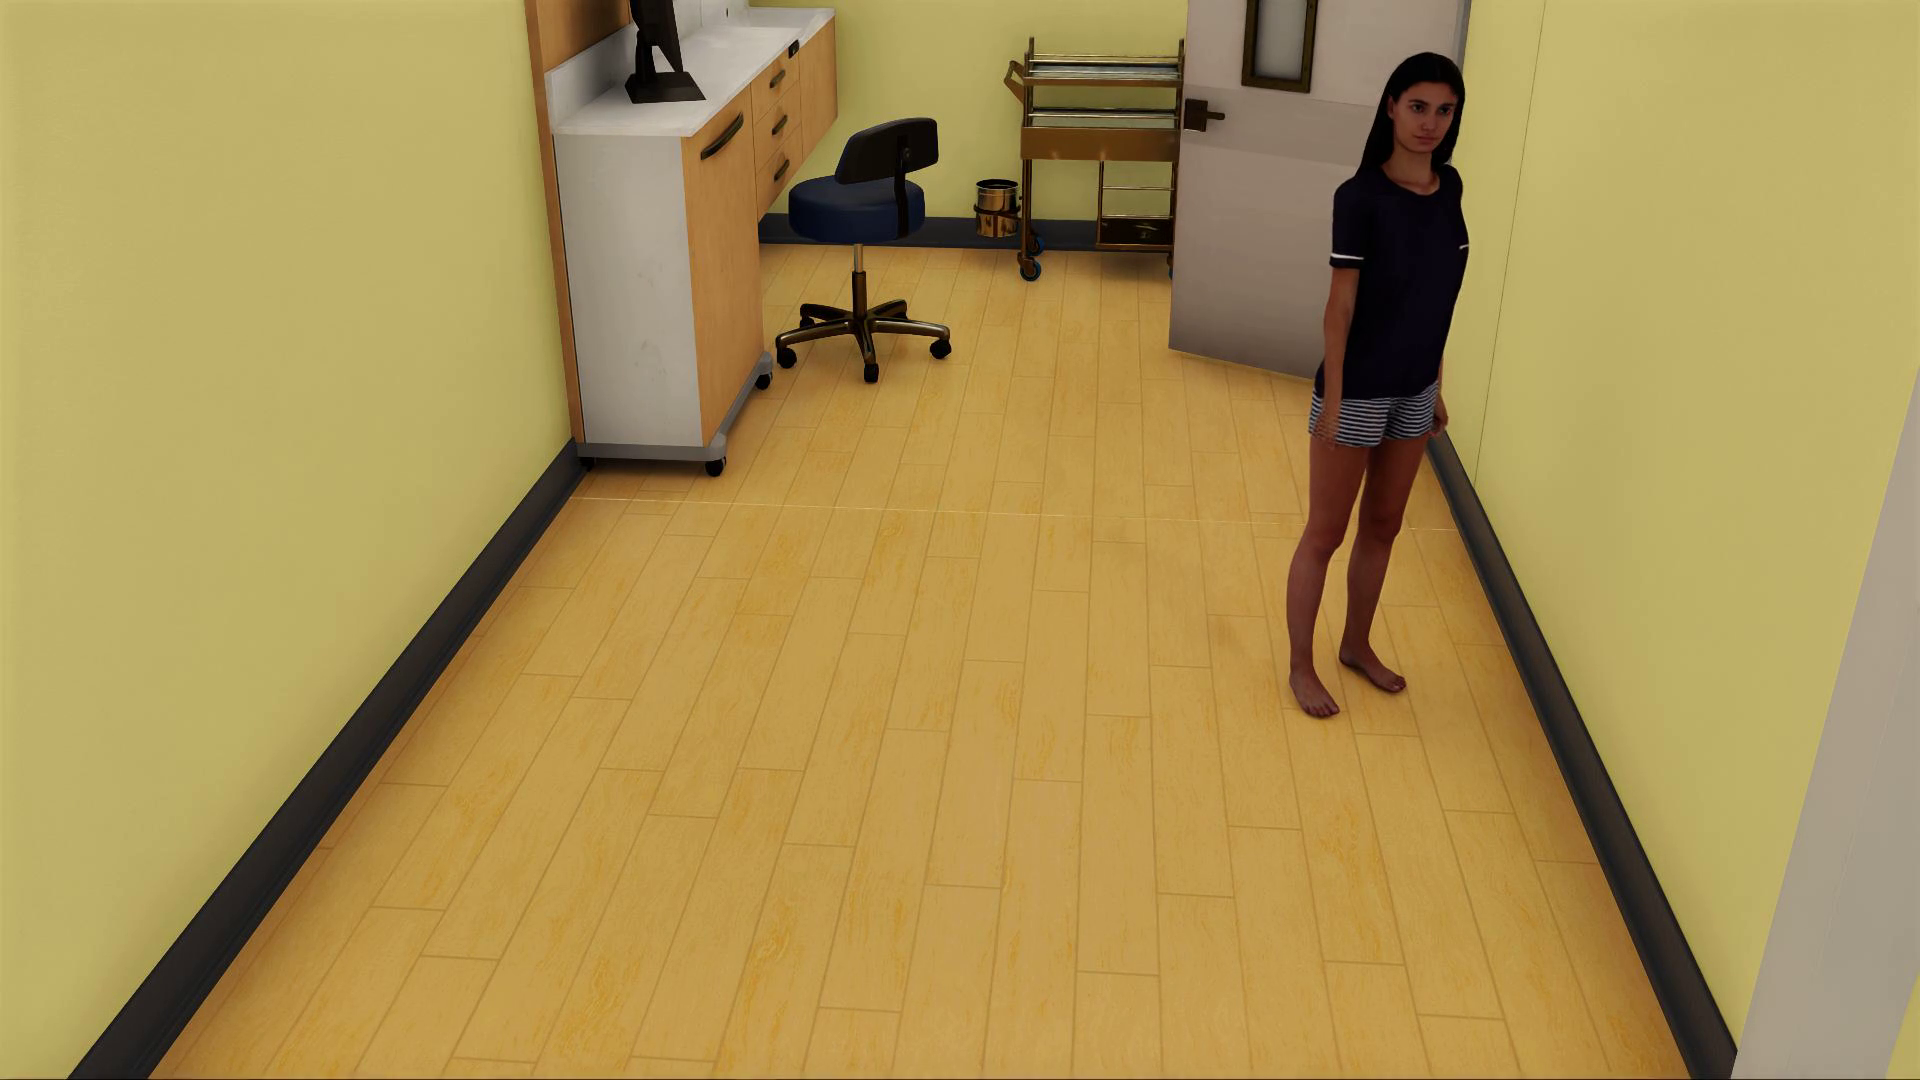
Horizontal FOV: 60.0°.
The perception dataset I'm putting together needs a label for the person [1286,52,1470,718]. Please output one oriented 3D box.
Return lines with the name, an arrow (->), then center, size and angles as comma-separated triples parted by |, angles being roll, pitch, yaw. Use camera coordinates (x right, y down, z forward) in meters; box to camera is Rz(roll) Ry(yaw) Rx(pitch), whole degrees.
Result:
person -> 1.103, -0.387, 4.404 | 0.626, 1.766, 0.720 | -12, 28, -24
